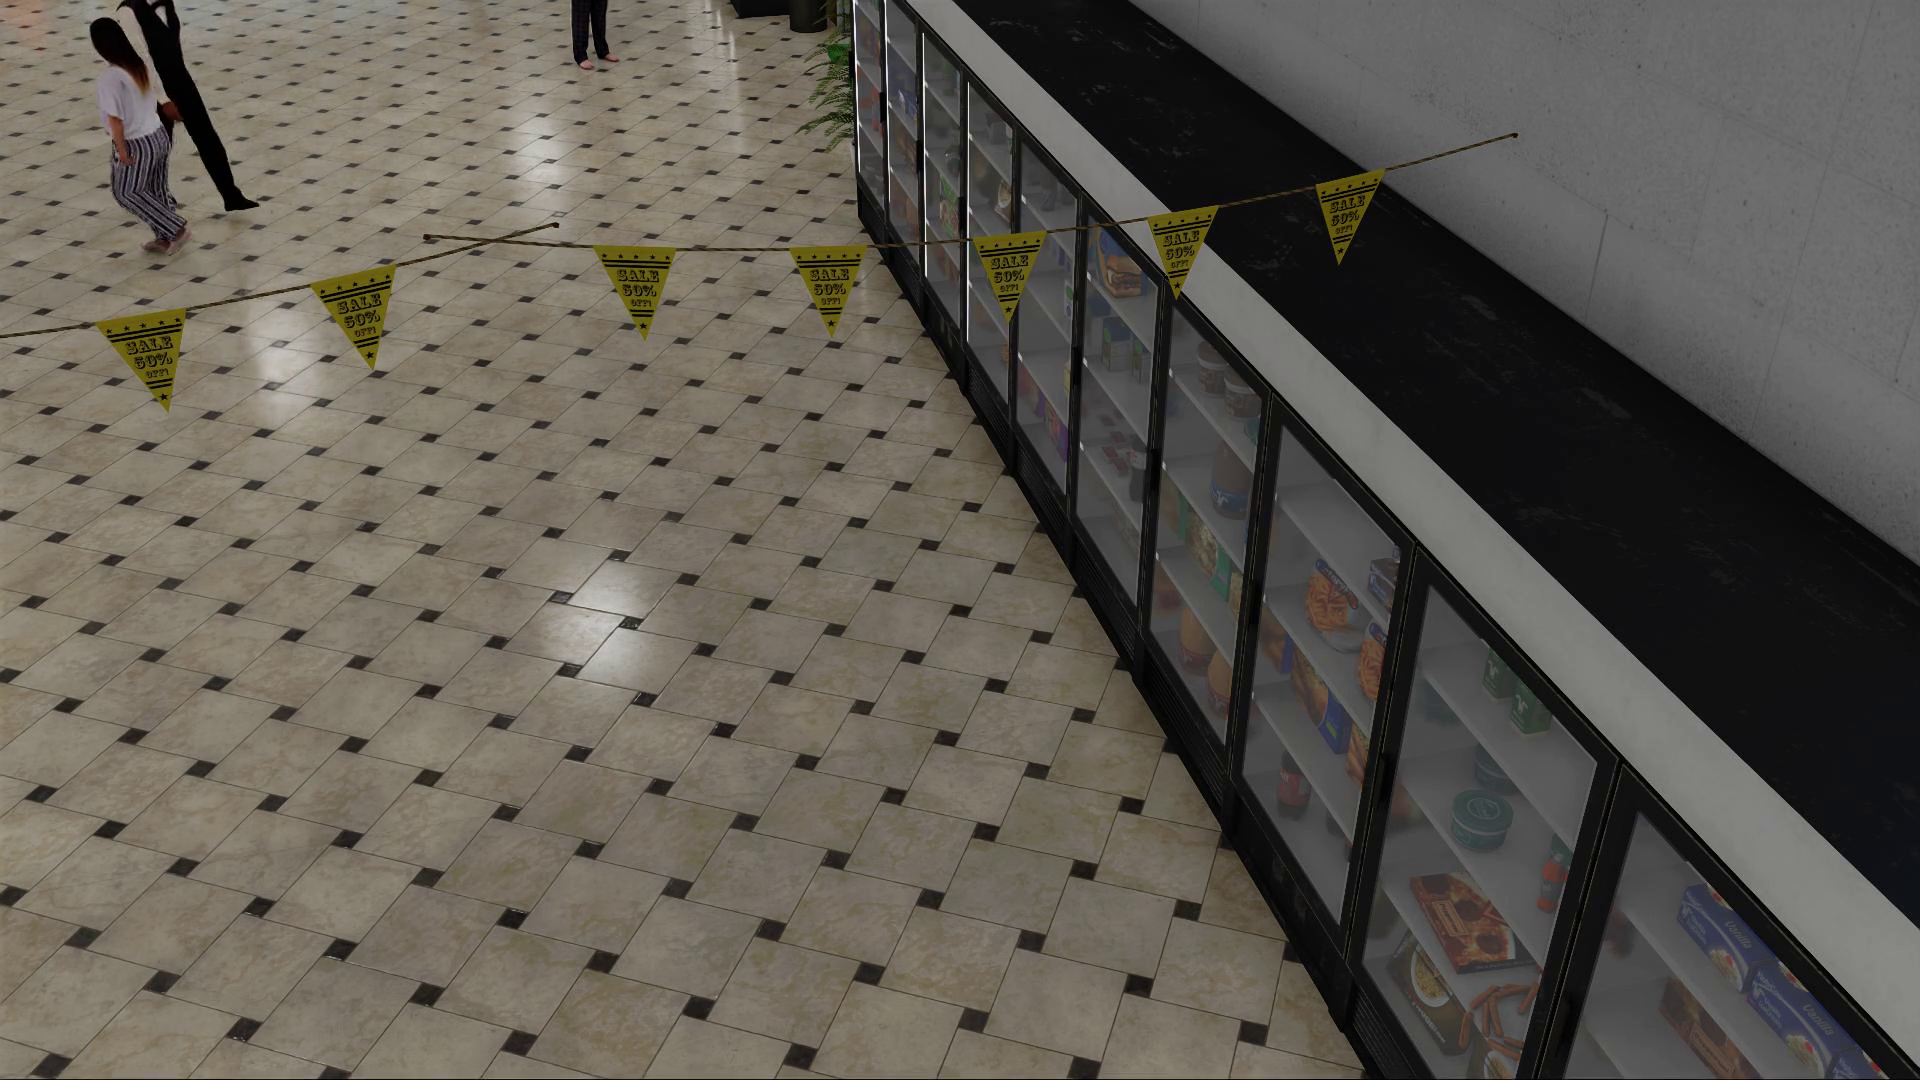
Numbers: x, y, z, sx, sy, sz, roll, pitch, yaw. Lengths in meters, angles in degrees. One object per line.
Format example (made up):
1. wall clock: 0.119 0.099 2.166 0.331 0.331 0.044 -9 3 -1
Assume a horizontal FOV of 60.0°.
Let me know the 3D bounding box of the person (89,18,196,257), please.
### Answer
1. person: -5.612 -2.752 11.494 0.896 1.667 0.831 4 32 6

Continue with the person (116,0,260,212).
1. person: -5.885 -3.285 12.165 1.346 1.863 1.259 14 34 21

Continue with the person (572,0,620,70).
1. person: -3.490 -5.401 15.559 0.796 1.871 0.692 23 39 32
